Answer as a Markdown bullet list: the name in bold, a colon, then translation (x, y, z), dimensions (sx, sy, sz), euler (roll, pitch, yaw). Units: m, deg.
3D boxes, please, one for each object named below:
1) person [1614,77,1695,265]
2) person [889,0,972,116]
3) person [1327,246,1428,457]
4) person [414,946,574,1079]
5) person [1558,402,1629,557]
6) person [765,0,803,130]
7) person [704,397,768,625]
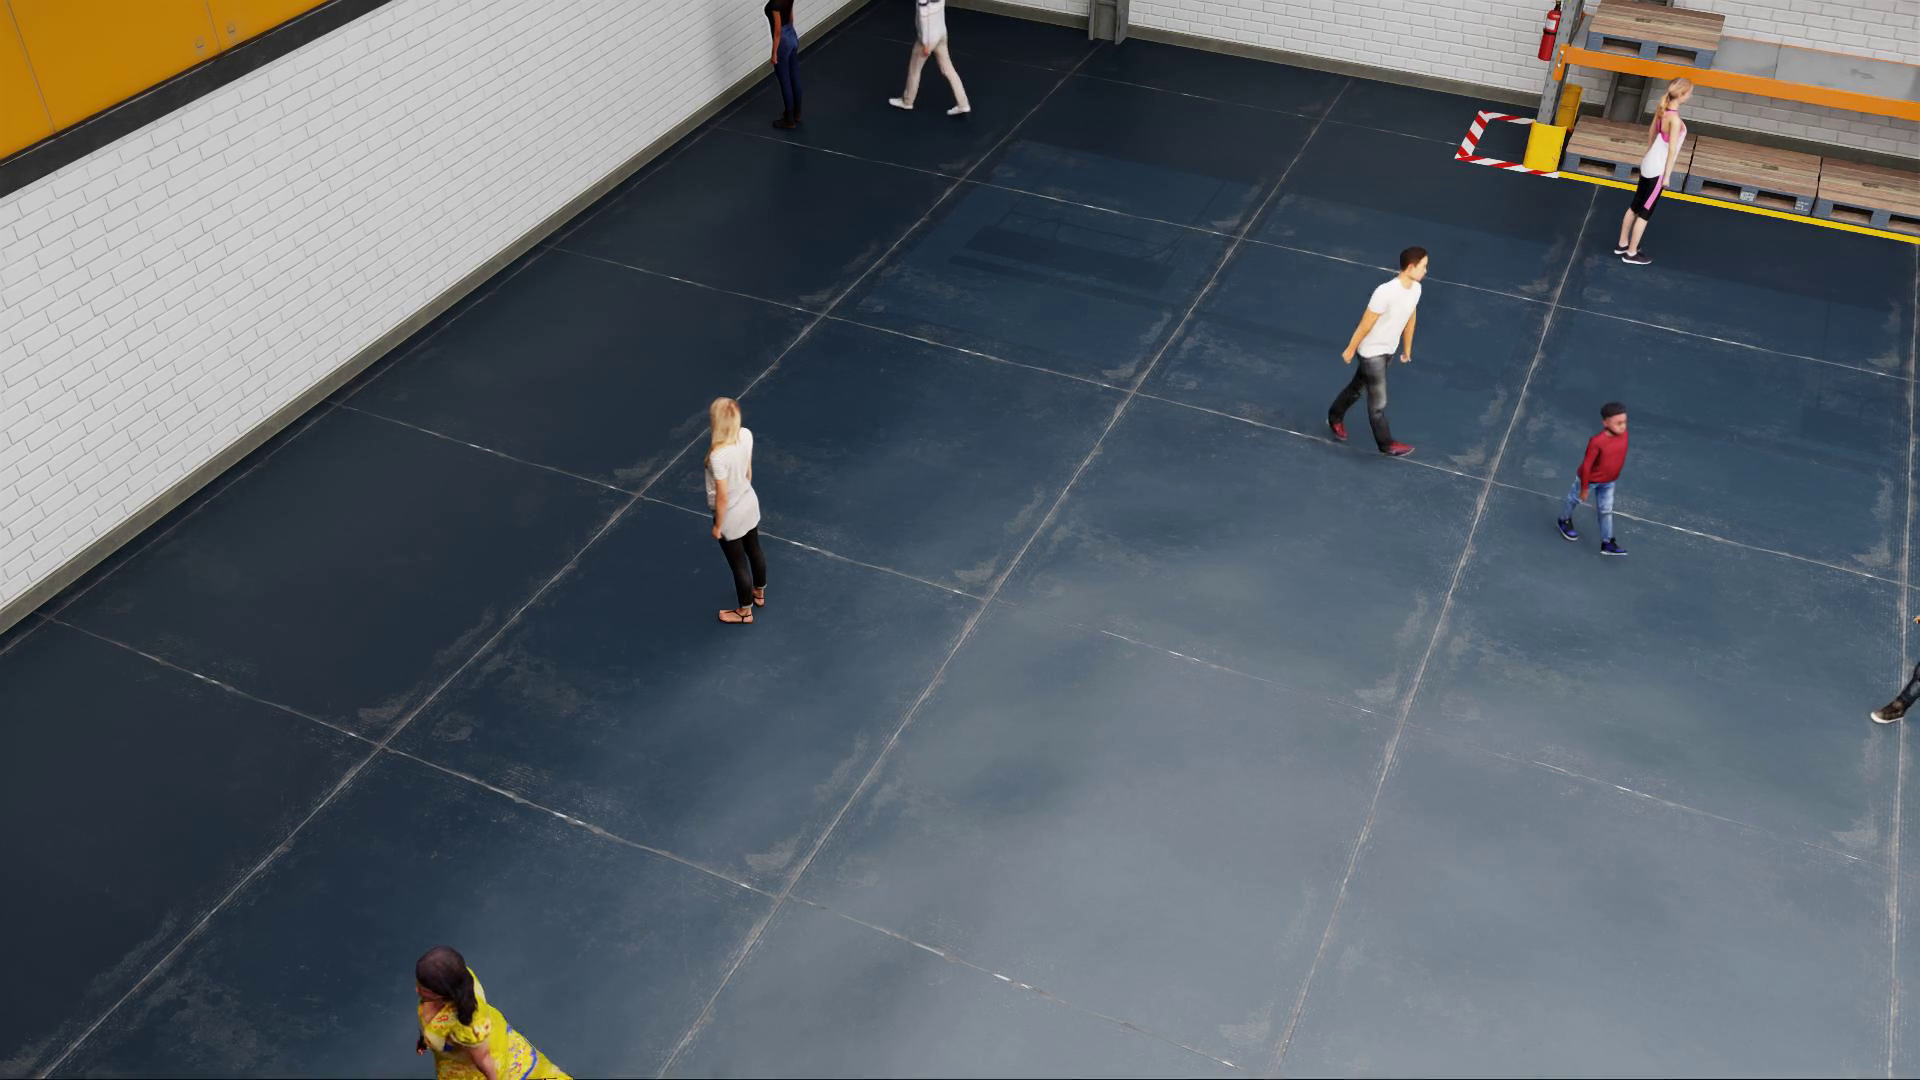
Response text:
- **person**: translation (6.434, -3.429, 15.418), dimensions (0.688, 1.786, 0.691), euler (-3, 39, -3)
- **person**: translation (-0.230, -5.398, 17.854), dimensions (1.234, 1.822, 0.784), euler (20, 43, 23)
- **person**: translation (3.193, -1.502, 13.037), dimensions (0.956, 1.746, 1.158), euler (-24, 44, -27)
- **person**: translation (-2.293, 2.501, 8.143), dimensions (1.261, 1.598, 1.294), euler (-18, 42, -21)
- **person**: translation (4.629, -0.501, 12.194), dimensions (0.832, 1.234, 0.890), euler (-13, 40, -16)
- **person**: translation (-1.863, -5.268, 17.757), dimensions (0.521, 1.740, 0.550), euler (15, 41, 18)
- **person**: translation (-1.521, -0.203, 11.345), dimensions (0.513, 1.827, 0.585), euler (16, 41, 19)
